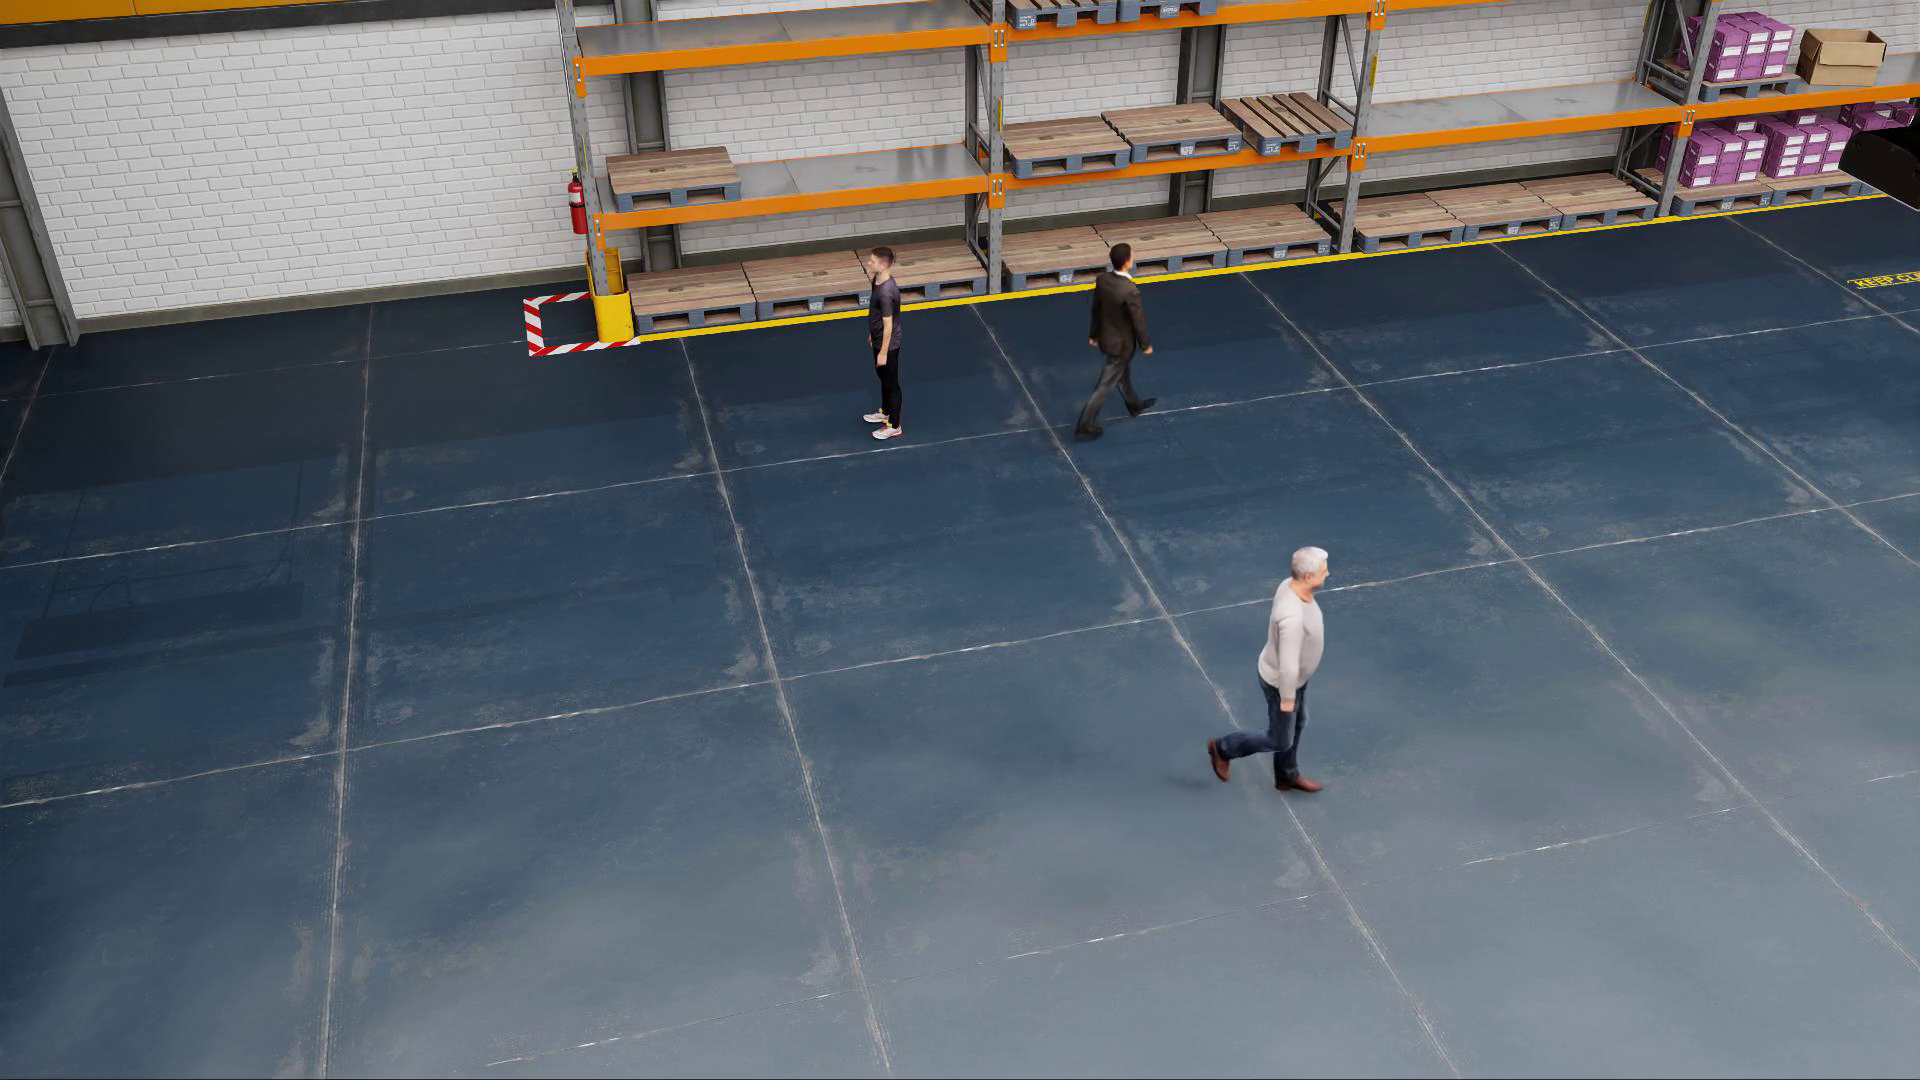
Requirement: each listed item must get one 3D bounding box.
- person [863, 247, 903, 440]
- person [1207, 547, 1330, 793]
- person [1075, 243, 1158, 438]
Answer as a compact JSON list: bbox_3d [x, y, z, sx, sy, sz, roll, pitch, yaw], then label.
[{"bbox_3d":[-0.656,-1.740,14.550,0.527,1.765,0.620,-8,35,-12],"label":"person"},{"bbox_3d":[1.996,0.861,10.521,1.159,1.891,1.032,9,35,13],"label":"person"},{"bbox_3d":[1.290,-1.687,14.473,1.226,1.760,0.893,-18,37,-25],"label":"person"}]
